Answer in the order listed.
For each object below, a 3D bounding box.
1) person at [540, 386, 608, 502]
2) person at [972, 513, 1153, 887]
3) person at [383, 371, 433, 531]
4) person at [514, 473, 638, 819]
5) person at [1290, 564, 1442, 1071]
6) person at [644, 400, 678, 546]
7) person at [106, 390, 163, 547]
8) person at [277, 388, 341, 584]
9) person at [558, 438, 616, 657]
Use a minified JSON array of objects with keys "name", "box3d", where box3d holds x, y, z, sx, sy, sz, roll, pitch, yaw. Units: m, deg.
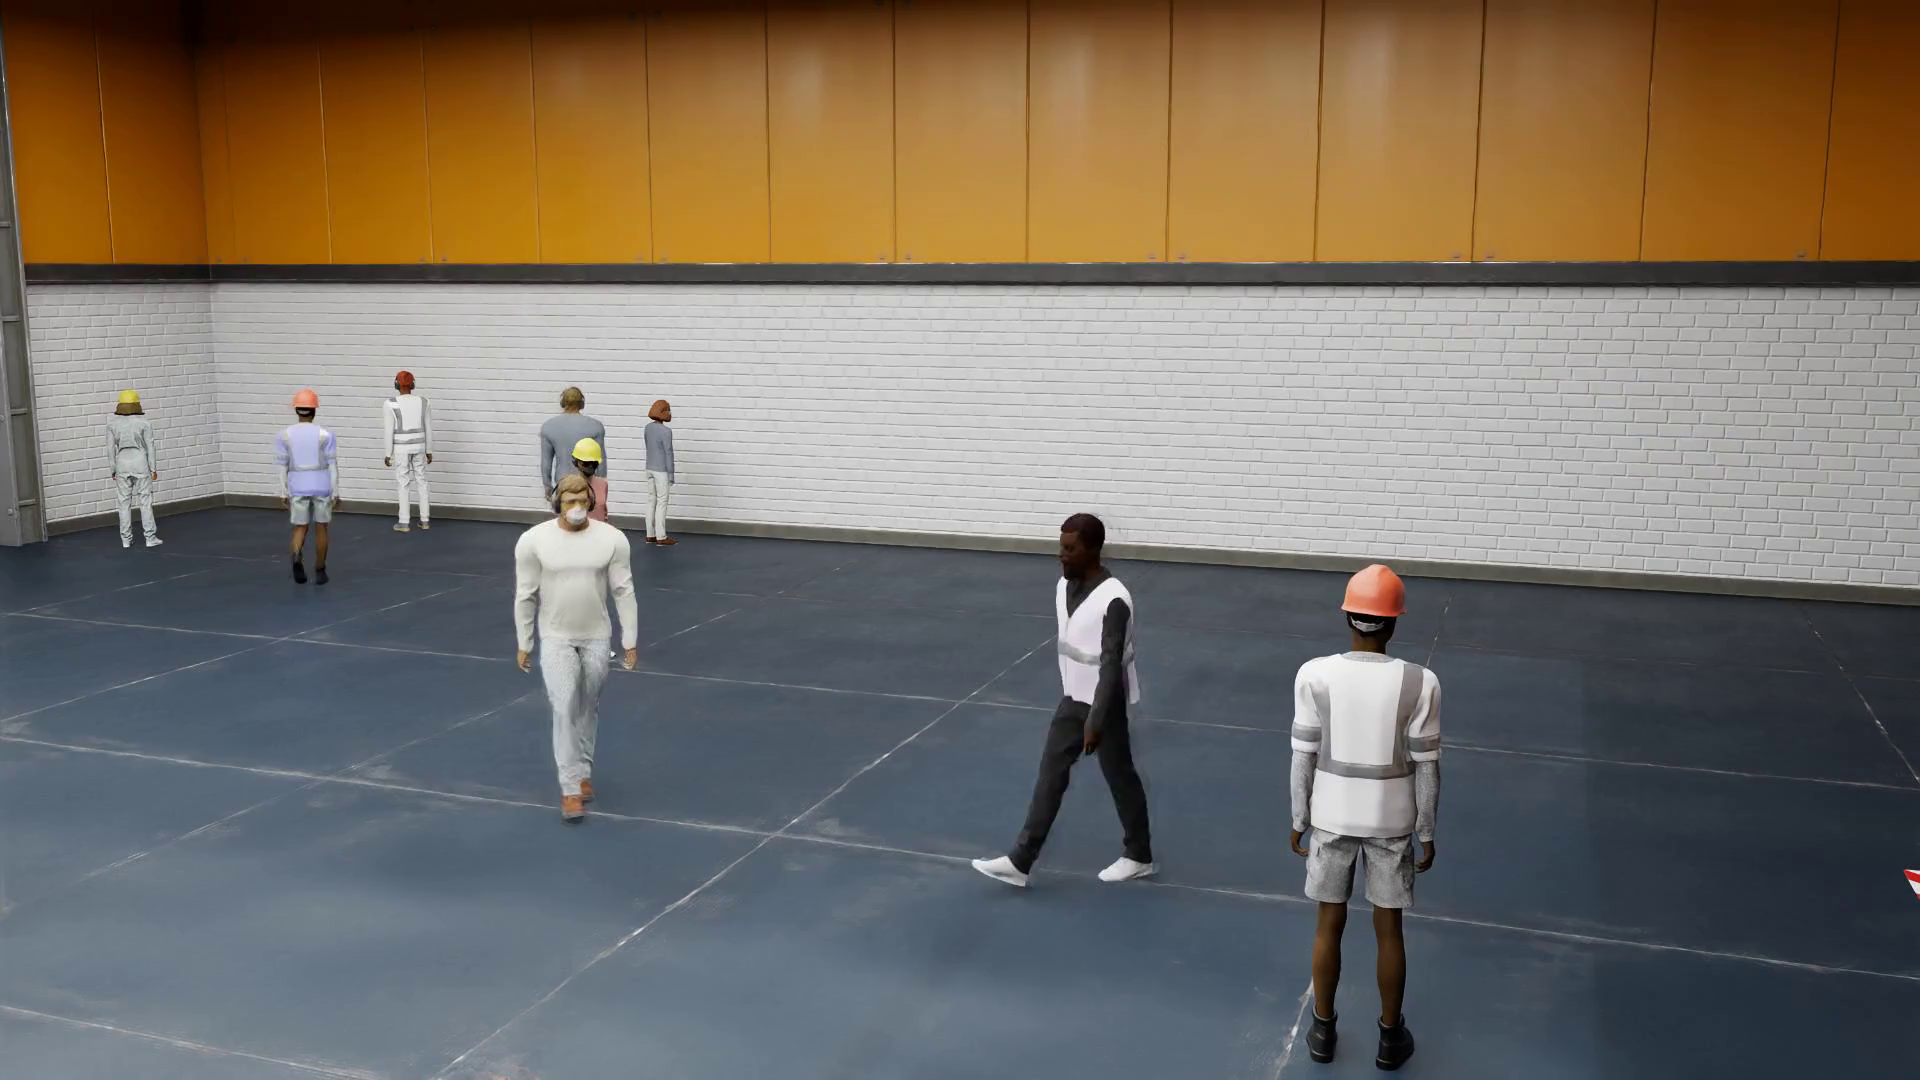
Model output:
[{"name":"person","box3d":[-3.789,-0.552,16.360,0.632,1.923,0.530,0,9,-1]},{"name":"person","box3d":[0.562,0.803,8.105,0.982,1.864,0.621,-5,10,-26]},{"name":"person","box3d":[-6.472,-1.043,19.526,0.584,1.882,0.349,-8,12,-41]},{"name":"person","box3d":[-2.111,0.591,9.288,0.662,1.910,0.832,-4,10,-24]},{"name":"person","box3d":[1.543,1.052,6.358,0.553,1.935,0.364,3,10,17]},{"name":"person","box3d":[-3.341,-0.750,18.514,0.281,1.624,0.494,-9,13,-43]},{"name":"person","box3d":[-9.137,-0.789,18.391,0.492,1.741,0.318,-2,9,-10]},{"name":"person","box3d":[-6.258,-0.490,15.984,0.550,1.921,0.622,-2,9,-10]},{"name":"person","box3d":[-2.889,0.083,12.933,0.329,1.758,0.533,5,11,31]}]
